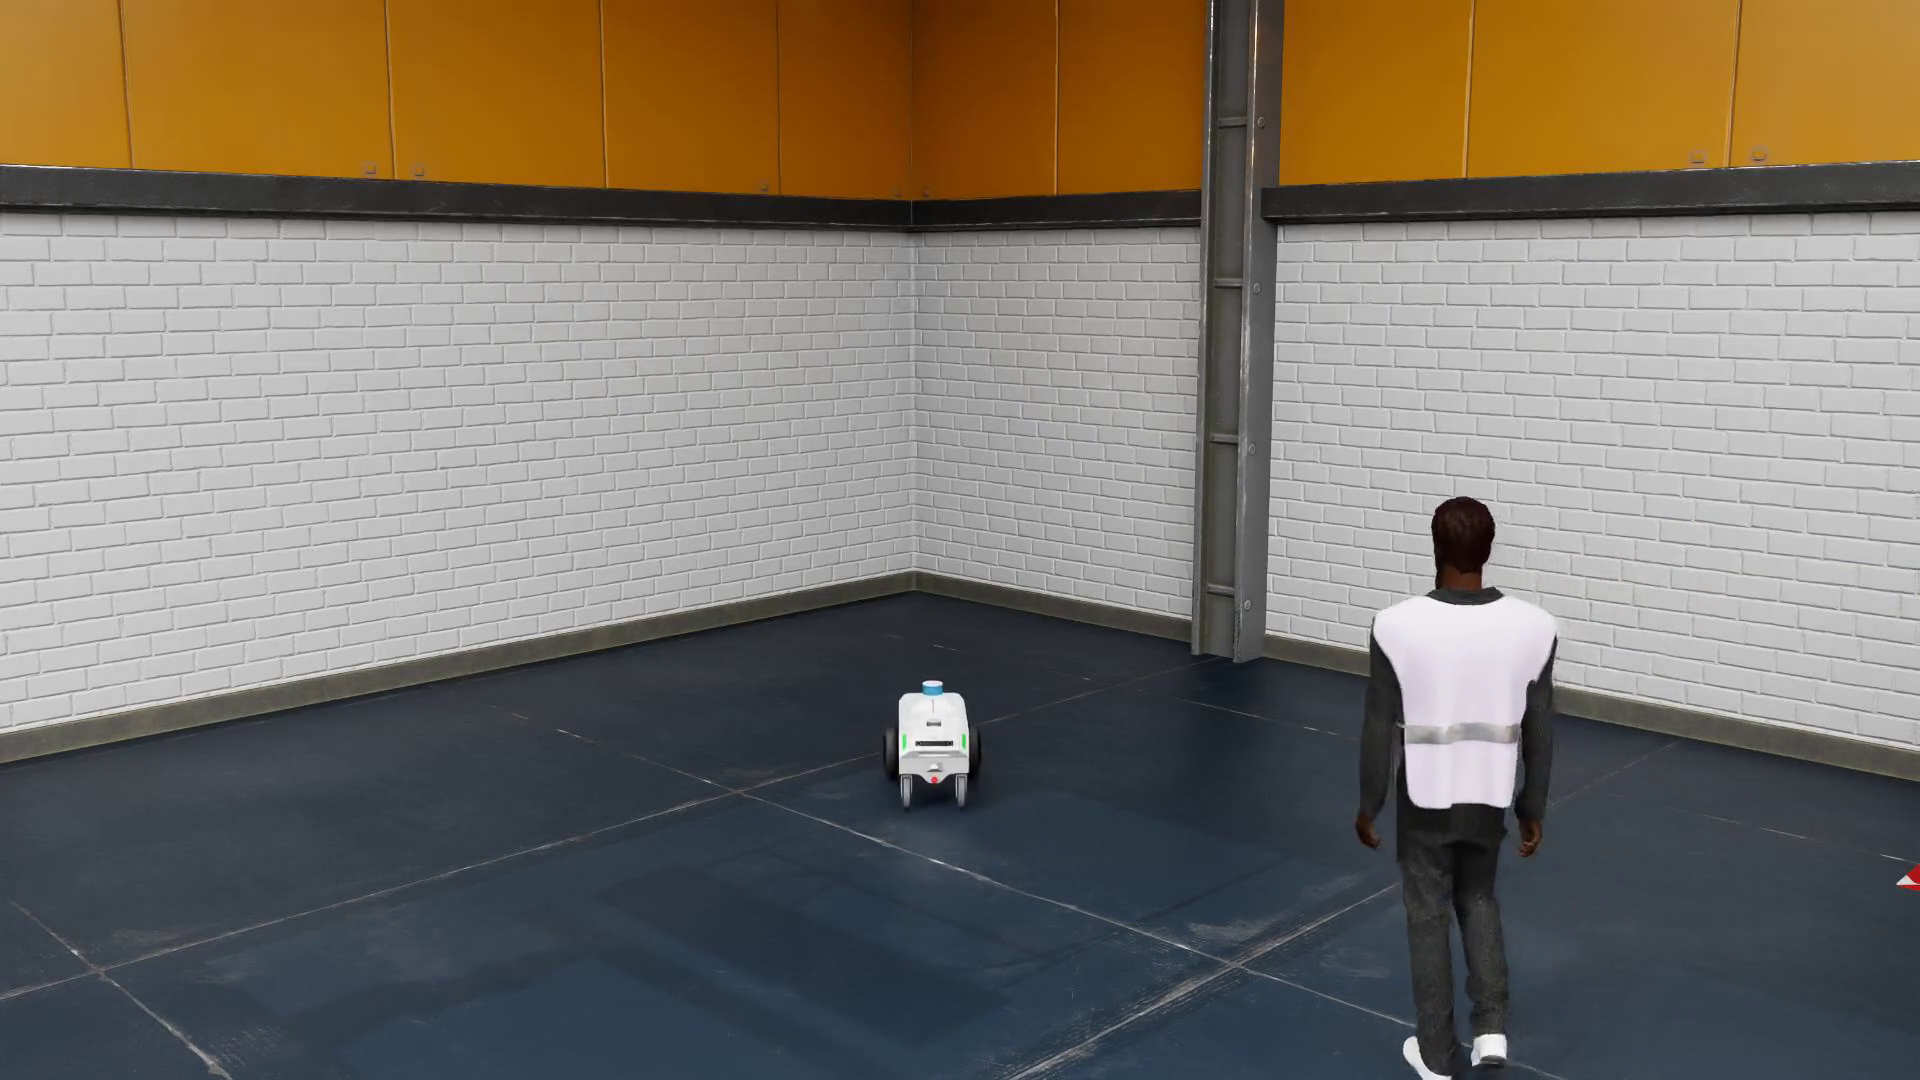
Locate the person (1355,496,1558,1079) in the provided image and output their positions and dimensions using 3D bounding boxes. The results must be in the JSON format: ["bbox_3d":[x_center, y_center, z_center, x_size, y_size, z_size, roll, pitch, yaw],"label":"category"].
[{"bbox_3d":[1.557,0.811,5.274,0.592,1.904,0.446,-1,9,-6],"label":"person"}]

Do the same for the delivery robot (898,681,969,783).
[{"bbox_3d":[-0.136,0.945,8.277,0.477,0.478,0.707,0,9,-2],"label":"delivery robot"}]
